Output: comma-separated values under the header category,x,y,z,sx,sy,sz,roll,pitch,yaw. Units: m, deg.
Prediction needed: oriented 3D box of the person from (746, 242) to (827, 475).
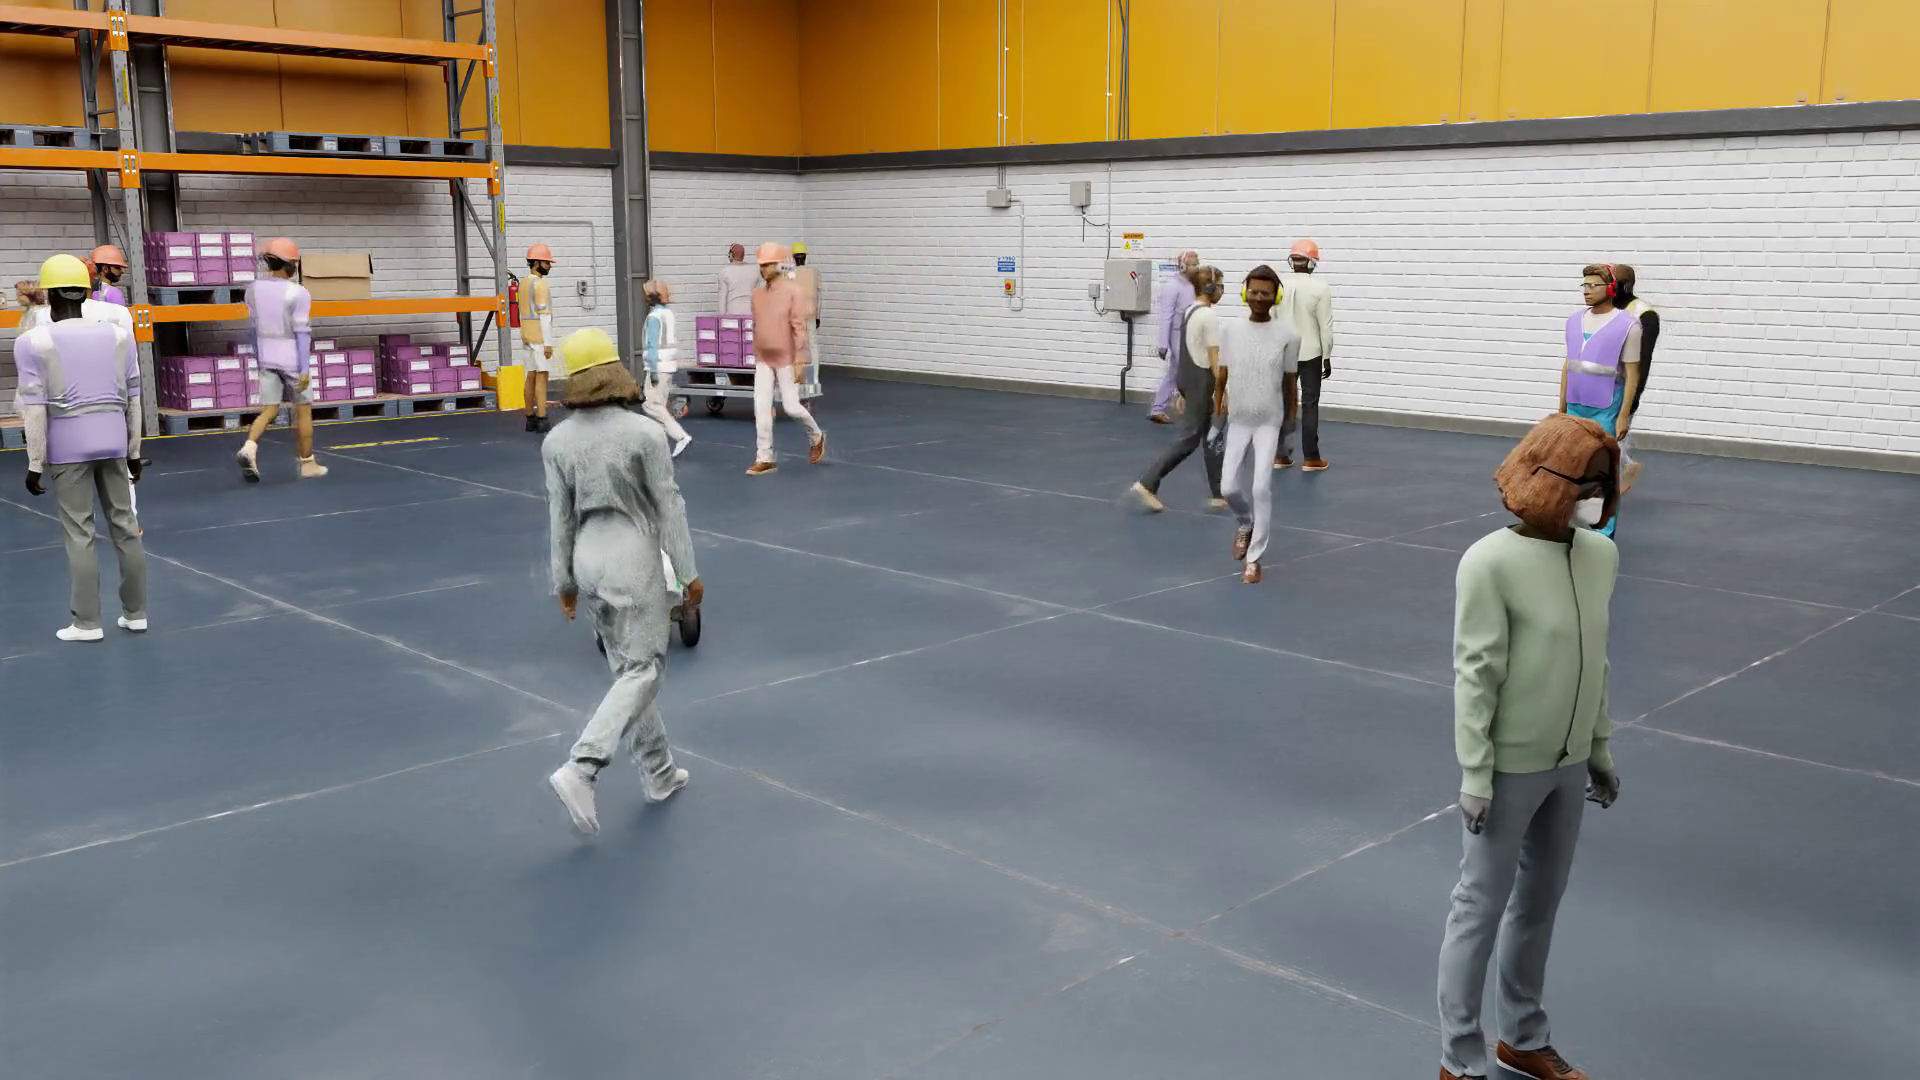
category,x,y,z,sx,sy,sz,roll,pitch,yaw
person,-1.507,-1.552,14.204,0.614,1.972,0.779,6,12,31

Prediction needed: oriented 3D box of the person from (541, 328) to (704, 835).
category,x,y,z,sx,sy,sz,roll,pitch,yaw
person,-1.218,0.127,5.738,0.532,1.705,0.750,5,11,24

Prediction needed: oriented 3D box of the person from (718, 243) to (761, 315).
category,x,y,z,sx,sy,sz,roll,pitch,yaw
person,-3.002,-3.041,22.481,0.641,1.913,0.407,-8,13,-36

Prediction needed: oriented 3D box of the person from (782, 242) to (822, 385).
category,x,y,z,sx,sy,sz,roll,pitch,yaw
person,-2.139,-3.042,22.458,0.587,1.922,0.383,-6,12,-31

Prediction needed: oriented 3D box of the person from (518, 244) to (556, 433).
category,x,y,z,sx,sy,sz,roll,pitch,yaw
person,-4.317,-2.063,17.086,0.376,1.934,0.547,-8,13,-37

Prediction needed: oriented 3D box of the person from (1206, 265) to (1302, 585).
category,x,y,z,sx,sy,sz,roll,pitch,yaw
person,1.733,-0.686,9.792,0.541,1.855,0.528,4,11,21

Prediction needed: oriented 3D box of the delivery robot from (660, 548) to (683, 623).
category,x,y,z,sx,sy,sz,roll,pitch,yaw
delivery robot,-1.607,0.186,8.331,0.477,0.478,0.707,-3,11,-18

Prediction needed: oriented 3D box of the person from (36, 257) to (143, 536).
category,x,y,z,sx,sy,sz,roll,pitch,yaw
person,-5.713,-0.914,10.963,0.575,1.883,0.355,-5,12,-27

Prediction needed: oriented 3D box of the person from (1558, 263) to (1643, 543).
category,x,y,z,sx,sy,sz,roll,pitch,yaw
person,4.036,-0.821,10.552,0.386,1.845,0.567,-6,12,-28

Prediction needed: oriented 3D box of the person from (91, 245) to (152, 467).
category,x,y,z,sx,sy,sz,roll,pitch,yaw
person,-7.406,-1.593,14.527,0.545,1.933,0.376,7,12,33

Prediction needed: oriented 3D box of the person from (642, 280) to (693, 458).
category,x,y,z,sx,sy,sz,roll,pitch,yaw
person,-2.688,-1.517,14.948,0.545,1.630,0.522,2,11,9

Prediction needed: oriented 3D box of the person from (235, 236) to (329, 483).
category,x,y,z,sx,sy,sz,roll,pitch,yaw
person,-5.571,-1.458,13.559,0.607,2.021,0.857,2,11,13

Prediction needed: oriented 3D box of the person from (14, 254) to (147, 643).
category,x,y,z,sx,sy,sz,roll,pitch,yaw
person,-4.371,-0.448,8.293,0.384,1.928,0.589,8,13,36

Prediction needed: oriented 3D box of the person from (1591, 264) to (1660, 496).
category,x,y,z,sx,sy,sz,roll,pitch,yaw
person,4.881,-1.123,12.289,0.592,1.822,0.634,-5,12,-25

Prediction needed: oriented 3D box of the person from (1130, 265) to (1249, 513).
category,x,y,z,sx,sy,sz,roll,pitch,yaw
person,1.688,-1.090,12.120,0.897,1.817,0.547,-1,10,-7

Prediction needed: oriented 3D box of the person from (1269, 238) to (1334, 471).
category,x,y,z,sx,sy,sz,roll,pitch,yaw
person,2.942,-1.593,14.359,0.608,1.995,0.378,8,13,38

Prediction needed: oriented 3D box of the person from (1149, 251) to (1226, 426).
category,x,y,z,sx,sy,sz,roll,pitch,yaw
person,2.397,-2.115,17.587,0.991,1.853,0.666,7,13,35

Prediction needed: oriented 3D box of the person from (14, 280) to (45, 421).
category,x,y,z,sx,sy,sz,roll,pitch,yaw
person,-8.229,-1.496,14.847,0.517,1.625,0.386,9,13,39

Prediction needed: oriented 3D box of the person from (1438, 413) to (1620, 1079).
category,x,y,z,sx,sy,sz,roll,pitch,yaw
person,1.318,0.522,3.810,0.499,1.633,0.283,-7,12,-32
